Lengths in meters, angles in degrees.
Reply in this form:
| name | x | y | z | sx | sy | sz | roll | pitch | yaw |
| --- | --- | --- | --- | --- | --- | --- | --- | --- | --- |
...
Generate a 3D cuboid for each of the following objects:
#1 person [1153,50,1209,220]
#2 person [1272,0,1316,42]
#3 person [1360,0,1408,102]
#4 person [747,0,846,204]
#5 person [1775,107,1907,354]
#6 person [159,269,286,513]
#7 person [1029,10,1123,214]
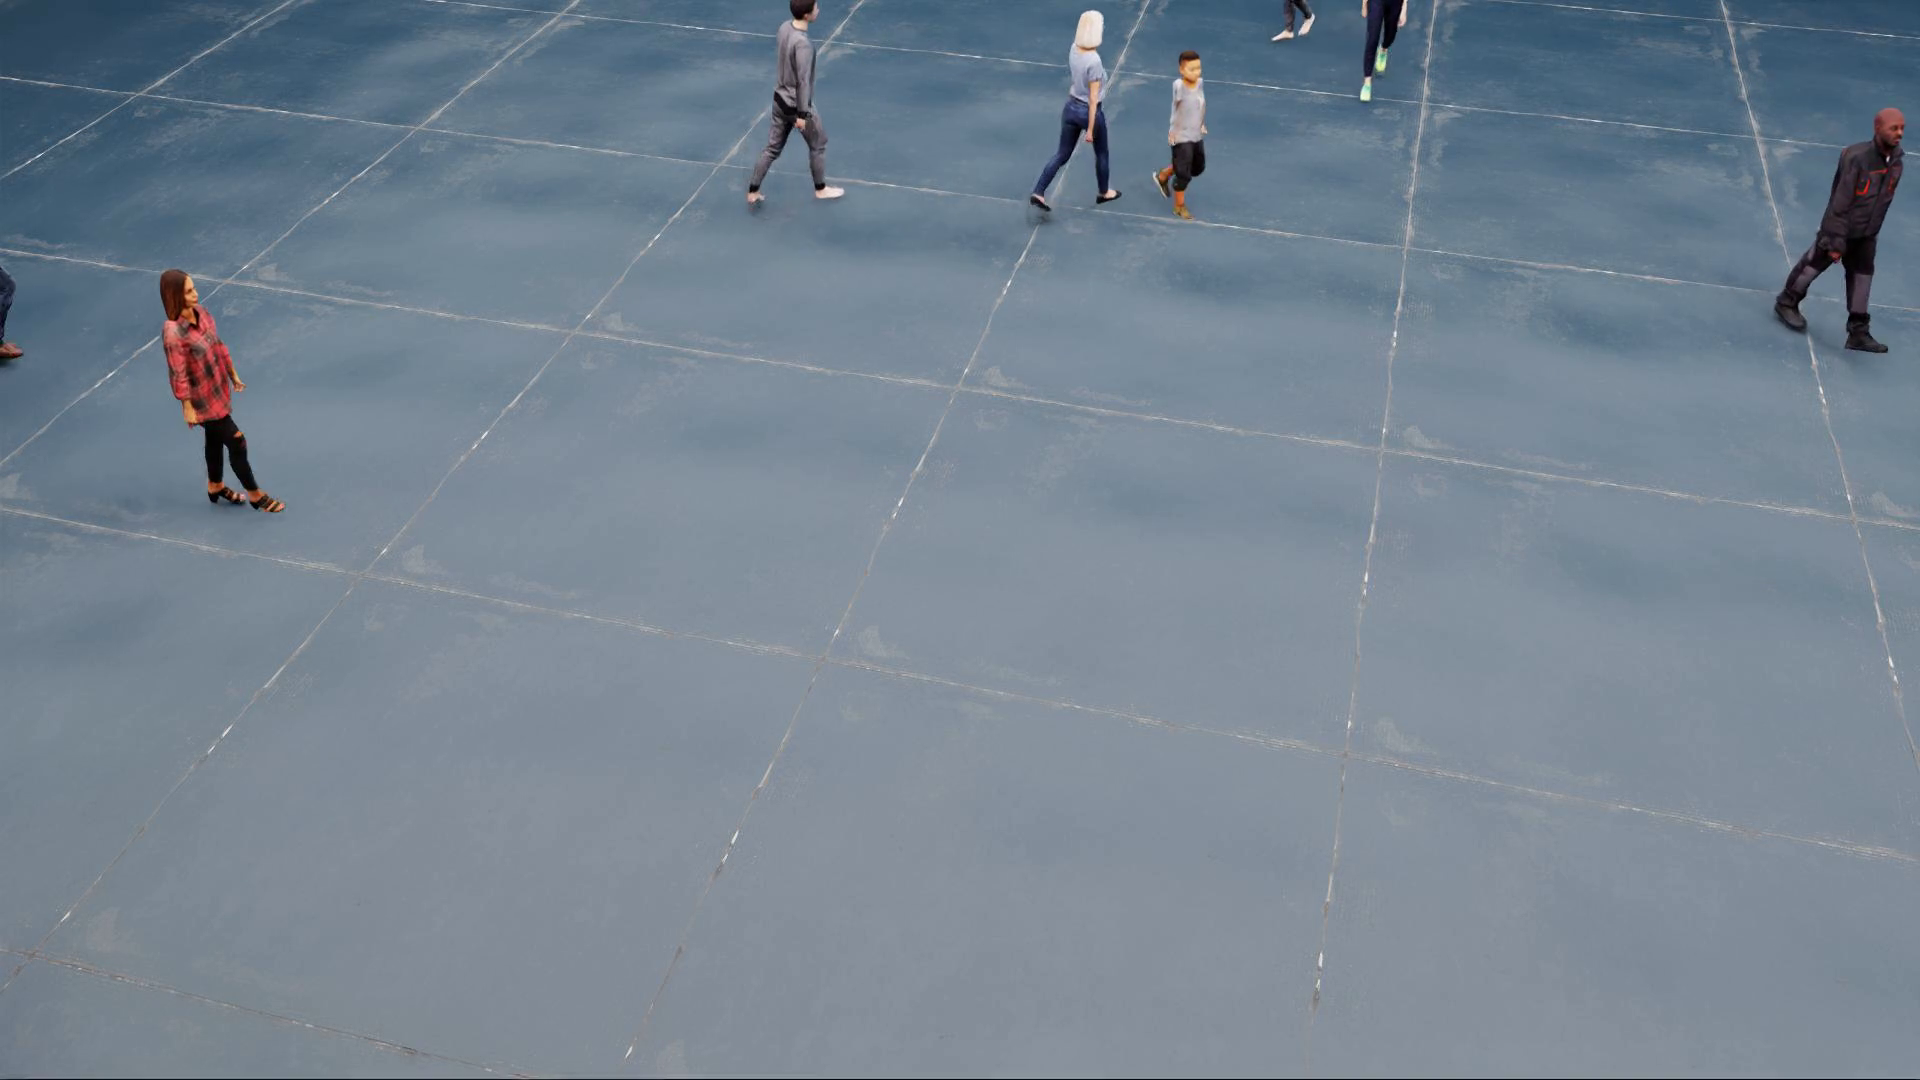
| name | x | y | z | sx | sy | sz | roll | pitch | yaw |
| --- | --- | --- | --- | --- | --- | --- | --- | --- | --- |
| person | 1.828 | -3.417 | 13.754 | 0.839 | 1.441 | 0.876 | -25 | 44 | -28 |
| person | 3.456 | -5.856 | 16.623 | 0.841 | 1.748 | 0.780 | -18 | 42 | -22 |
| person | 4.012 | -5.061 | 15.666 | 0.635 | 1.675 | 1.101 | 8 | 39 | 10 |
| person | -1.439 | -3.560 | 13.656 | 1.203 | 1.789 | 1.117 | -27 | 45 | -30 |
| person | 6.352 | -2.296 | 12.043 | 1.141 | 1.784 | 1.316 | -12 | 40 | -15 |
| person | -4.767 | -0.903 | 10.345 | 0.783 | 1.683 | 0.776 | 2 | 38 | 2 |
| person | 0.928 | -3.455 | 13.605 | 1.139 | 1.685 | 1.037 | -23 | 43 | -26 |
